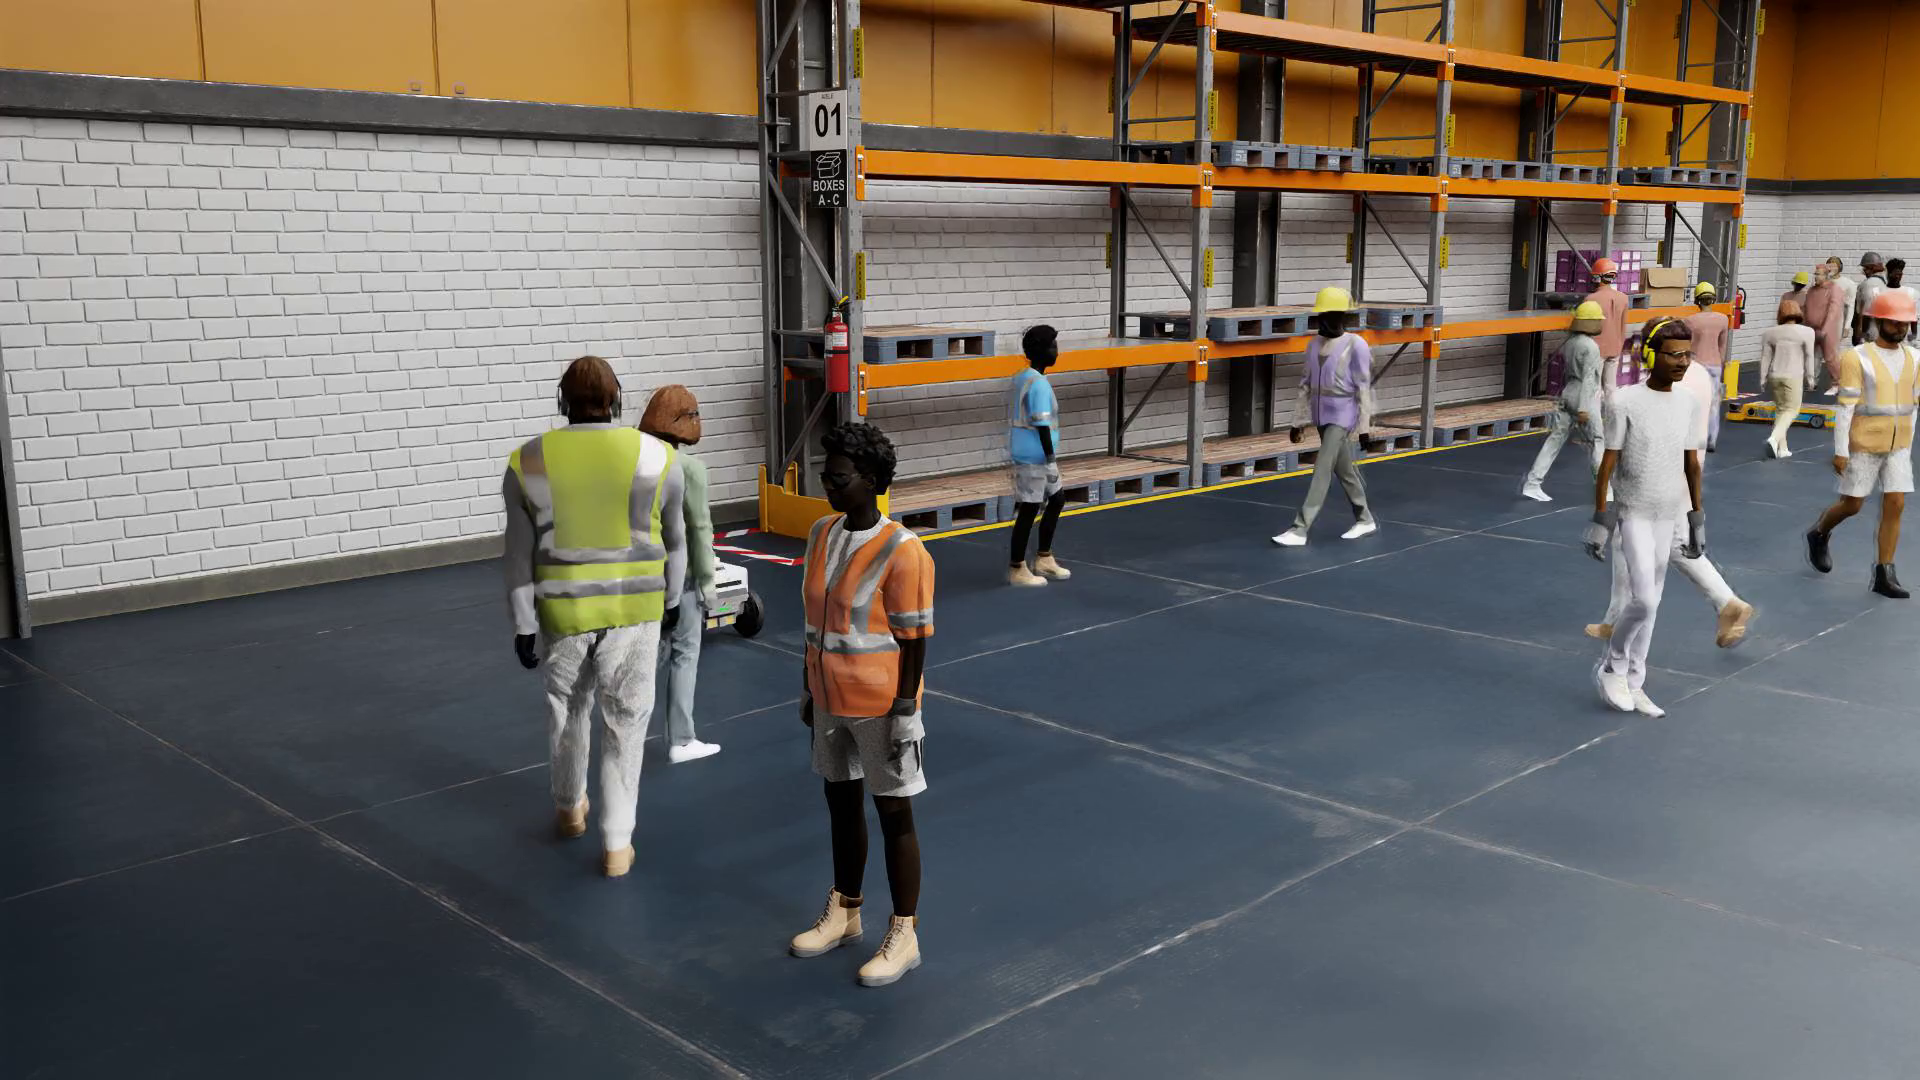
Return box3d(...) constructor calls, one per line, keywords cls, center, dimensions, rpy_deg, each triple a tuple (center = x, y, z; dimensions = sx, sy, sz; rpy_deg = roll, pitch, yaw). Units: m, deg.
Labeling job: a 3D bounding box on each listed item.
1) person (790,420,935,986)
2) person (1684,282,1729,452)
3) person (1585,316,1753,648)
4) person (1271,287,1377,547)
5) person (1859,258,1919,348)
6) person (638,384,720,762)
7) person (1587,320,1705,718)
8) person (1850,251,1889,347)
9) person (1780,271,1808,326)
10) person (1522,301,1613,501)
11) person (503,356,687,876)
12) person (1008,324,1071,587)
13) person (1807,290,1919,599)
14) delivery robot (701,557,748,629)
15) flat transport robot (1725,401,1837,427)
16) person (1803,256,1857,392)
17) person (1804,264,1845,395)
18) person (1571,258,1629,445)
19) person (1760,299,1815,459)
box3d(cls="person", center=(-0.299, 0.486, 5.034), dimensions=(0.535, 1.697, 0.318), rpy_deg=(10, 15, 44))
box3d(cls="person", center=(7.657, -1.775, 17.189), dimensions=(0.523, 1.762, 0.329), rpy_deg=(-2, 11, -13))
box3d(cls="person", center=(3.851, -0.295, 8.968), dimensions=(0.616, 1.822, 0.790), rpy_deg=(-7, 13, -34))
box3d(cls="person", center=(2.693, -0.893, 12.084), dimensions=(1.015, 1.873, 0.602), rpy_deg=(-5, 12, -26))
box3d(cls="person", center=(11.739, -2.563, 20.971), dimensions=(0.634, 1.940, 0.789), rpy_deg=(3, 11, 16))
box3d(cls="person", center=(-1.250, 0.156, 7.041), dimensions=(0.506, 1.626, 0.424), rpy_deg=(10, 14, 44))
box3d(cls="person", center=(3.210, -0.085, 7.706), dimensions=(0.562, 1.855, 0.386), rpy_deg=(-4, 11, -19))
box3d(cls="person", center=(13.052, -3.138, 23.854), dimensions=(0.687, 2.000, 0.638), rpy_deg=(-10, 14, -43))
box3d(cls="person", center=(12.170, -3.055, 24.265), dimensions=(0.384, 1.725, 0.533), rpy_deg=(-5, 12, -26))
box3d(cls="person", center=(5.187, -1.158, 13.993), dimensions=(0.891, 1.698, 0.501), rpy_deg=(-2, 11, -9))
box3d(cls="person", center=(-1.298, 0.243, 6.041), dimensions=(0.626, 1.811, 0.824), rpy_deg=(-1, 10, -7))
box3d(cls="person", center=(0.552, -0.526, 10.581), dimensions=(0.553, 1.676, 0.558), rpy_deg=(-1, 10, -4))
box3d(cls="person", center=(5.769, -0.629, 10.540), dimensions=(0.556, 1.913, 0.848), rpy_deg=(-1, 10, -5))
box3d(cls="delivery robot", center=(-1.509, 0.226, 9.310), dimensions=(0.477, 0.478, 0.707), rpy_deg=(-10, 14, -44))
box3d(cls="flat transport robot", center=(9.965, -1.504, 19.772), dimensions=(0.652, 0.197, 1.431), rpy_deg=(-10, 14, -44))
box3d(cls="person", center=(12.367, -3.054, 23.677), dimensions=(0.630, 1.940, 0.372), rpy_deg=(10, 15, 44))
box3d(cls="person", center=(12.003, -2.925, 23.255), dimensions=(0.980, 1.857, 0.669), rpy_deg=(-3, 11, -18))
box3d(cls="person", center=(6.859, -2.010, 17.827), dimensions=(0.610, 1.996, 0.378), rpy_deg=(-5, 11, -25))
box3d(cls="person", center=(8.256, -1.607, 16.677), dimensions=(0.606, 1.608, 0.510), rpy_deg=(-8, 13, -38))
